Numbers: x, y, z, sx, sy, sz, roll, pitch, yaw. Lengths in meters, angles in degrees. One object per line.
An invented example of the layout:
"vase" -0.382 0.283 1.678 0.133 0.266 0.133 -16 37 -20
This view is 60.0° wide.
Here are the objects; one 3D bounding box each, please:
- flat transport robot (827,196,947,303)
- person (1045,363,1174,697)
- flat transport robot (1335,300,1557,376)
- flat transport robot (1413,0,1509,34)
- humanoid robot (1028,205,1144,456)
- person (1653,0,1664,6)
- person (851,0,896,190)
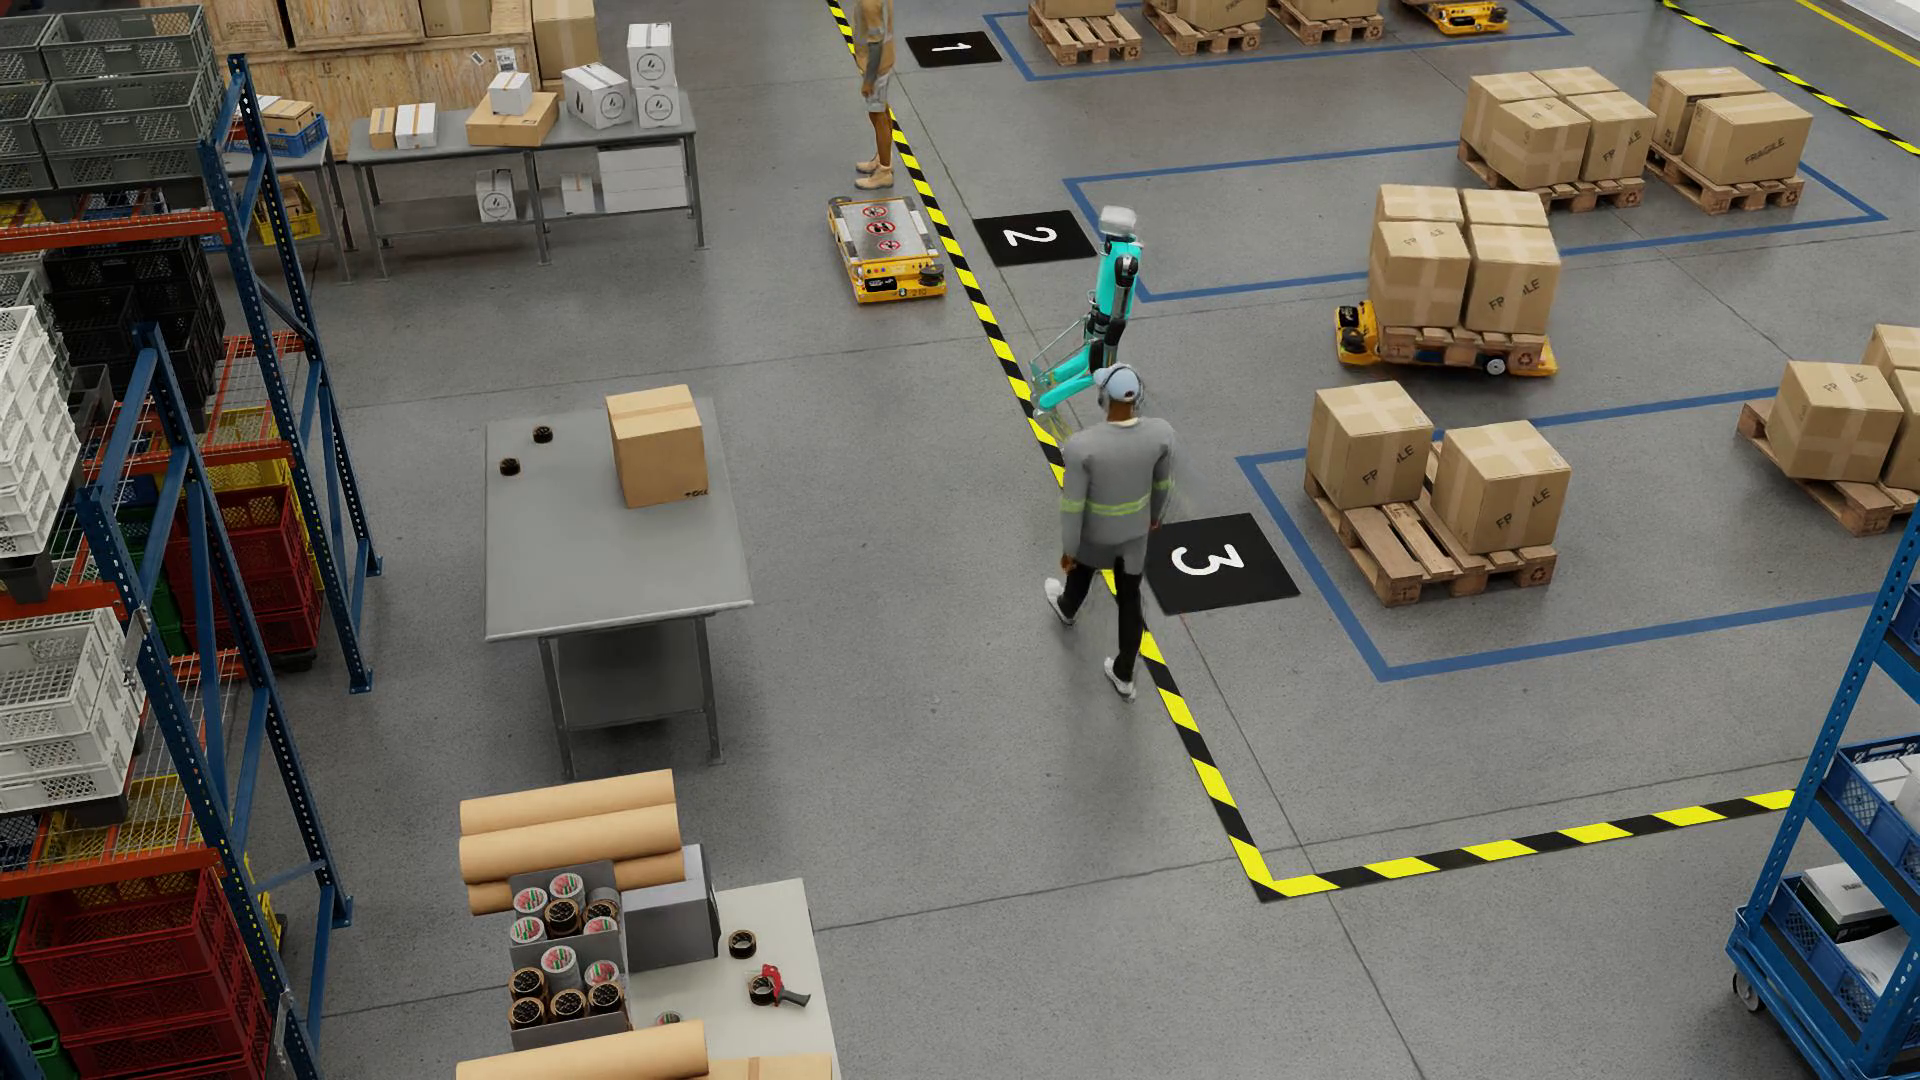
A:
"flat transport robot" -0.570 -2.220 12.538 0.659 0.231 1.431 -8 37 -10
"person" 0.739 -0.136 8.439 0.617 1.809 0.940 -10 38 -13
"flat transport robot" 3.331 -1.416 11.434 1.431 0.197 0.652 5 37 6
"flat transport robot" 4.955 -5.506 16.931 0.652 0.197 1.431 -8 37 -10
"humanoid robot" 0.669 -1.155 9.767 0.735 1.672 0.533 -1 37 -2
"person" 7.324 -6.418 16.889 0.624 1.800 0.806 9 38 12
"person" -0.707 -3.769 13.142 0.389 2.035 0.604 2 37 2
